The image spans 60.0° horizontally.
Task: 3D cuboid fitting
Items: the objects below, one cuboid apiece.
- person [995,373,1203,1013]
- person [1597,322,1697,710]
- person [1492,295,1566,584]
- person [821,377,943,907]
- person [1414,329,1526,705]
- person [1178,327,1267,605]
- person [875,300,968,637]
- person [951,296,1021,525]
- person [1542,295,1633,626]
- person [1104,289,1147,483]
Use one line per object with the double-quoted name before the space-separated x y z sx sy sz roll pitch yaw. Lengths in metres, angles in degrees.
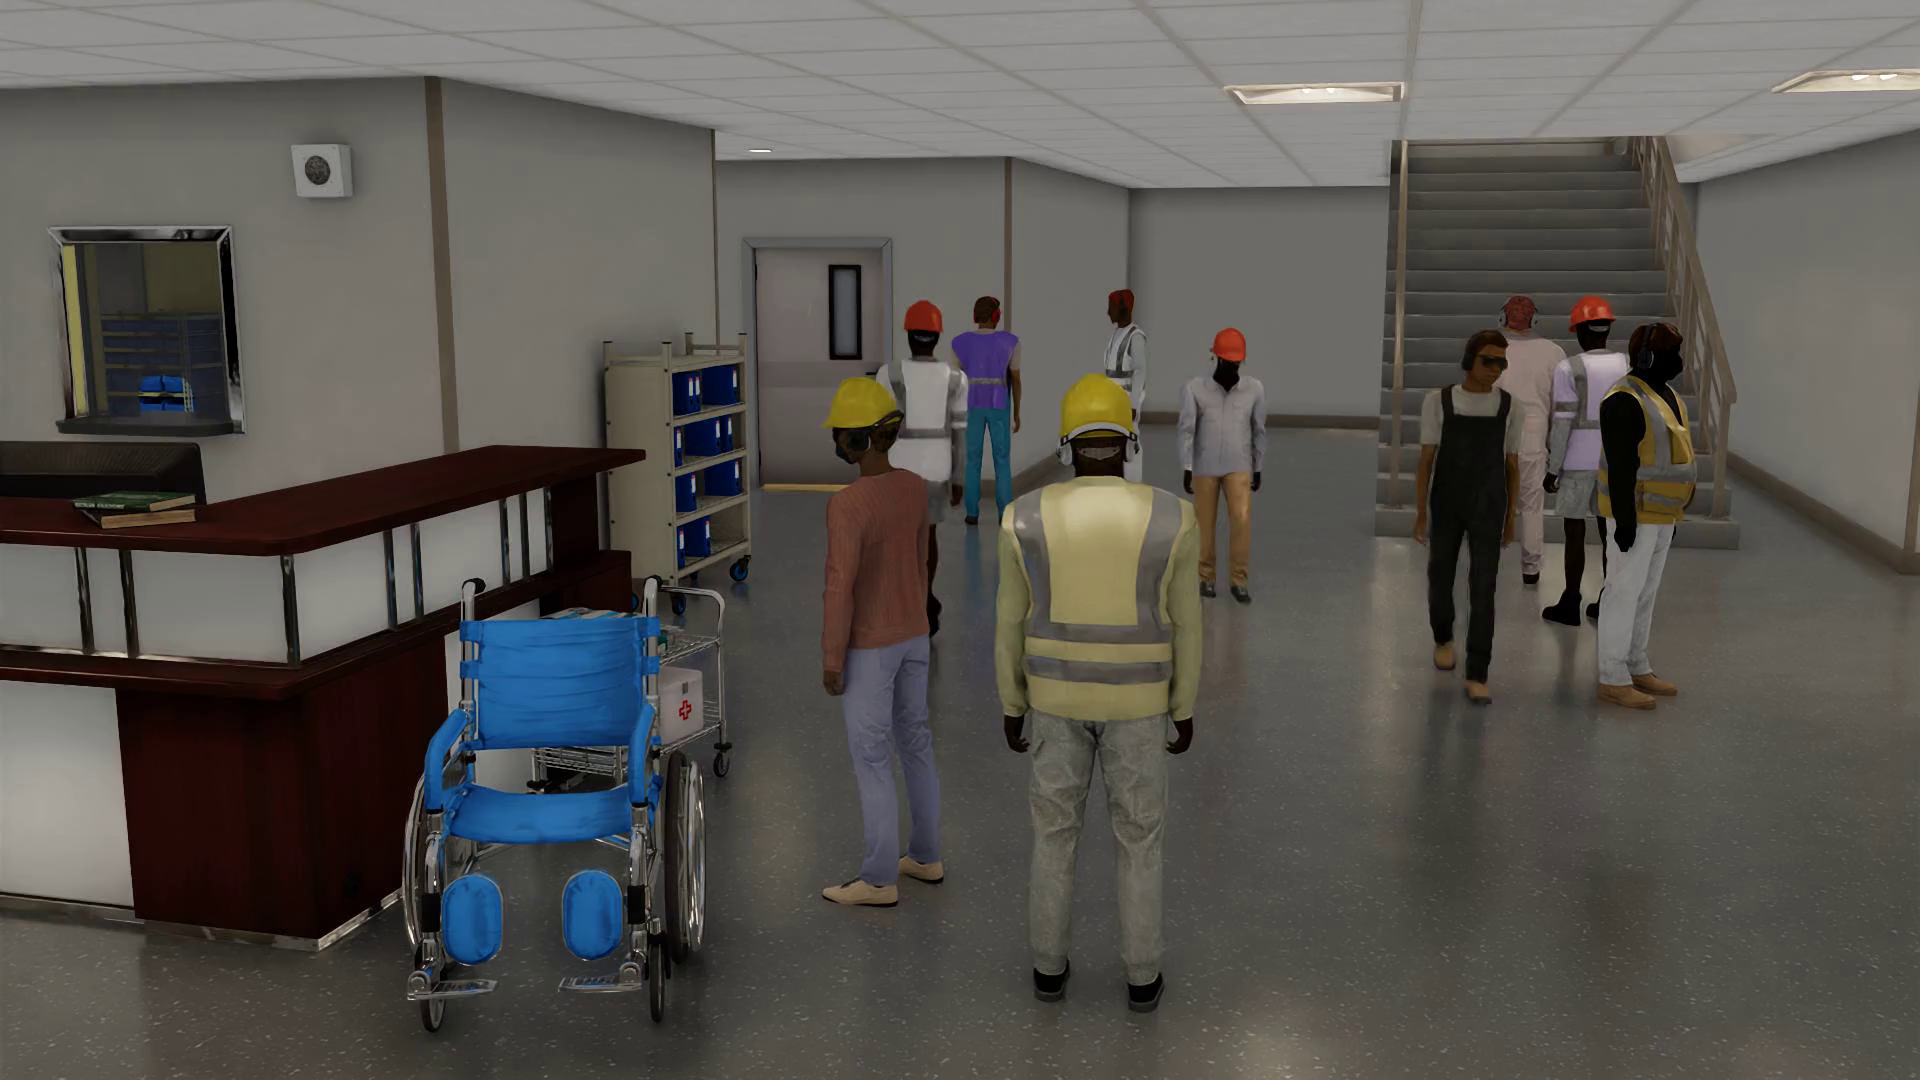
"person" 0.398 0.438 4.788 0.590 1.827 0.403 2 10 11
"person" 3.307 -0.122 8.024 0.429 1.844 0.627 8 13 40
"person" 3.638 -0.657 10.973 0.655 1.906 0.407 1 10 5
"person" -0.289 0.339 5.563 0.345 1.762 0.524 6 11 33
"person" 2.530 -0.152 8.306 0.513 1.802 0.882 3 10 16
"person" 1.631 -0.456 10.338 0.571 1.721 0.665 0 10 2
"person" -0.208 -0.405 9.490 0.546 1.916 0.851 -3 10 -16
"person" 0.207 -1.029 13.362 0.564 1.841 0.390 1 10 5
"person" 3.678 -0.460 9.749 0.542 1.928 0.376 -2 10 -11
"person" 1.386 -1.179 14.111 0.355 1.886 0.572 -2 10 -14
